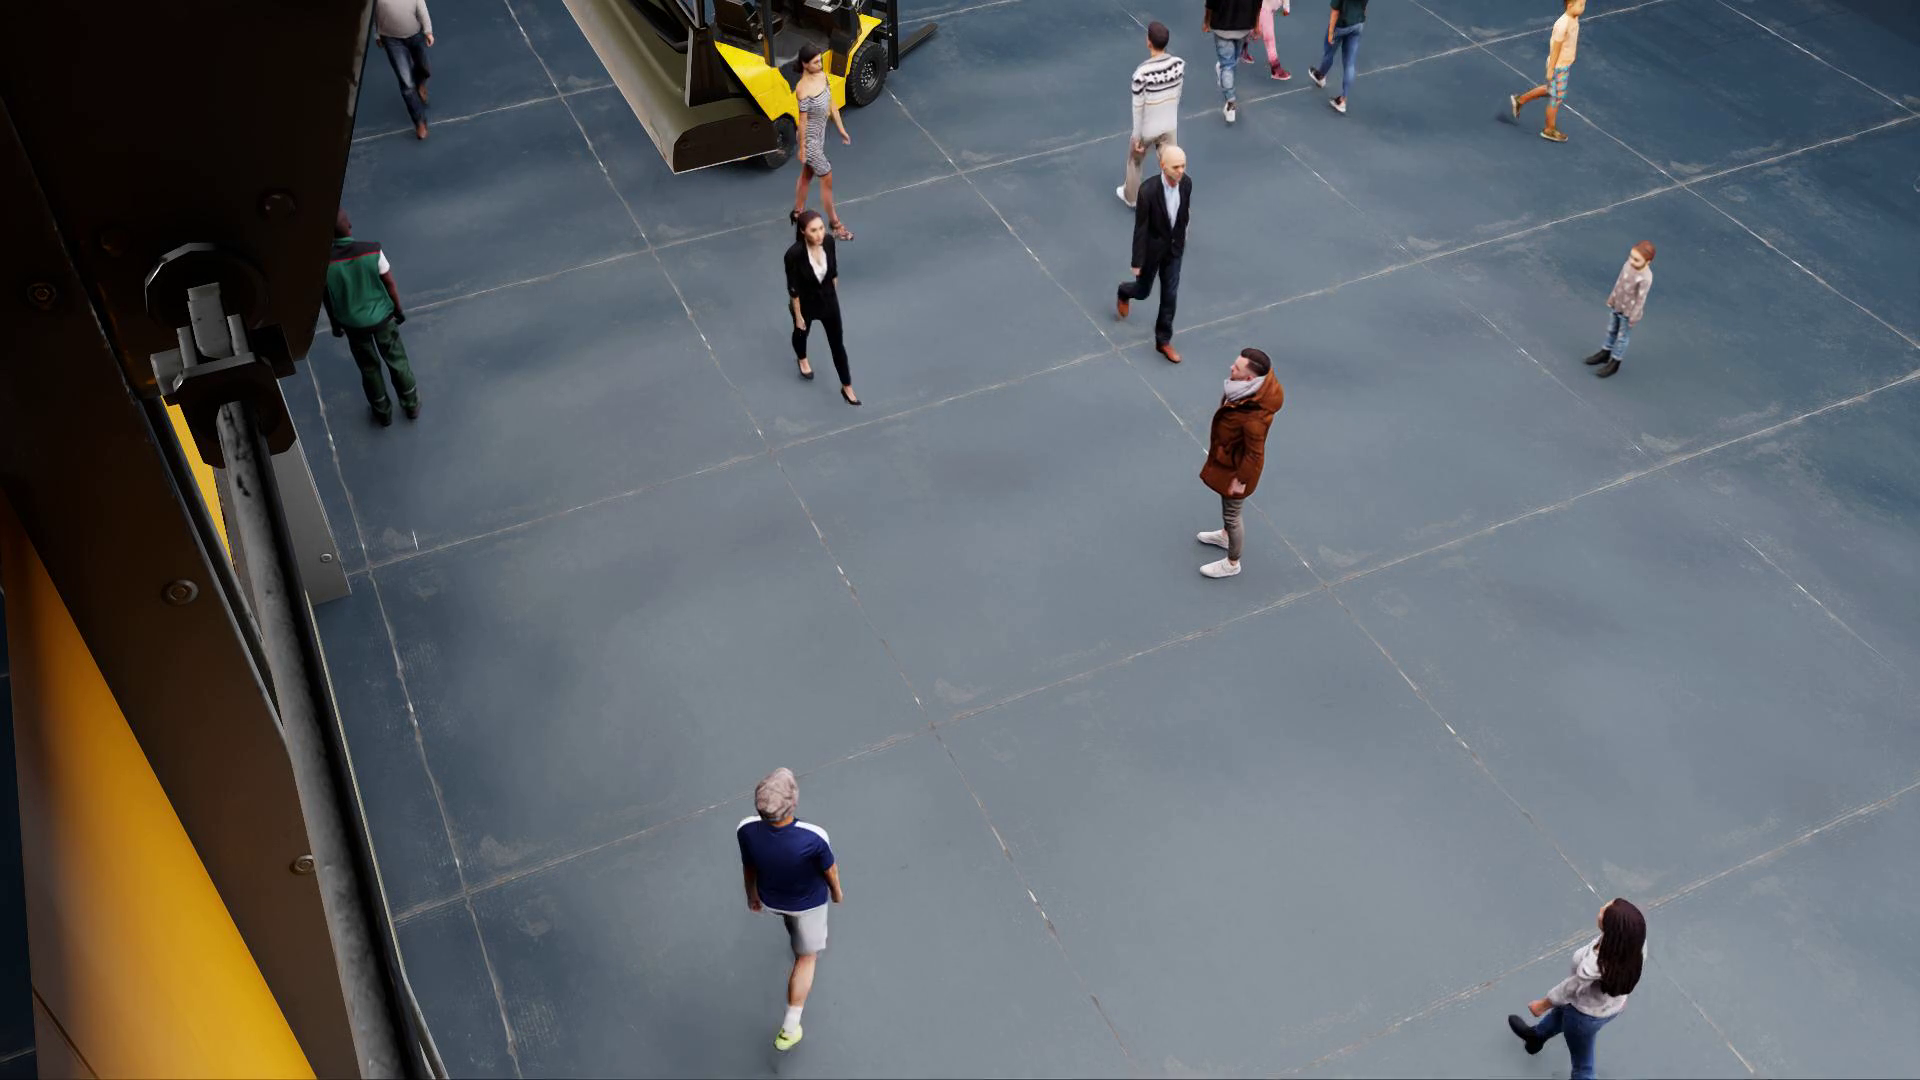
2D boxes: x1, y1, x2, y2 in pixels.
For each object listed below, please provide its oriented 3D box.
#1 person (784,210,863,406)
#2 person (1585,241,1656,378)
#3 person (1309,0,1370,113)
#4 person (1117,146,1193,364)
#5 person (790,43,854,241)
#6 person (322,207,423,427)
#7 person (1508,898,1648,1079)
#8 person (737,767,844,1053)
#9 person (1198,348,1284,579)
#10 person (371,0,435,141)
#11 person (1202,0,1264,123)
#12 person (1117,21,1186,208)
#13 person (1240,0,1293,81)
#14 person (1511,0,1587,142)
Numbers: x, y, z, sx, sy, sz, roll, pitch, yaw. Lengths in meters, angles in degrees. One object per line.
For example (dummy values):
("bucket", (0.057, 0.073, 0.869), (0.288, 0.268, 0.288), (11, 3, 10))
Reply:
("person", (-1.159, -1.826, 12.667), (0.702, 1.614, 1.093), (-24, 49, -23))
("person", (5.206, -1.827, 12.973), (0.560, 1.193, 0.436), (-12, 45, -13))
("person", (3.733, -4.860, 15.878), (0.691, 1.578, 1.037), (-13, 45, -13))
("person", (1.523, -2.312, 13.056), (0.707, 1.781, 1.092), (-18, 46, -18))
("person", (-1.342, -3.406, 14.191), (0.934, 1.799, 0.884), (12, 45, 12))
("person", (-4.391, -1.645, 12.315), (0.693, 1.837, 0.589), (-15, 46, -15))
("person", (3.192, 2.384, 8.253), (0.698, 1.605, 0.907), (-26, 50, -25))
("person", (-0.880, 1.902, 8.614), (1.124, 1.807, 1.248), (10, 45, 11))
("person", (1.863, -0.529, 11.143), (0.903, 1.838, 0.814), (2, 44, 2))
("person", (-5.218, -4.763, 15.559), (0.714, 1.877, 1.144), (-16, 46, -16))
("person", (2.587, -4.820, 15.705), (0.944, 1.757, 1.257), (-4, 44, -4))
("person", (1.728, -3.511, 14.272), (0.727, 1.841, 1.181), (-14, 45, -15))
("person", (2.995, -5.331, 16.488), (1.078, 1.417, 0.783), (34, 53, 30))
("person", (5.541, -4.466, 15.560), (0.943, 1.445, 0.797), (24, 49, 23))
